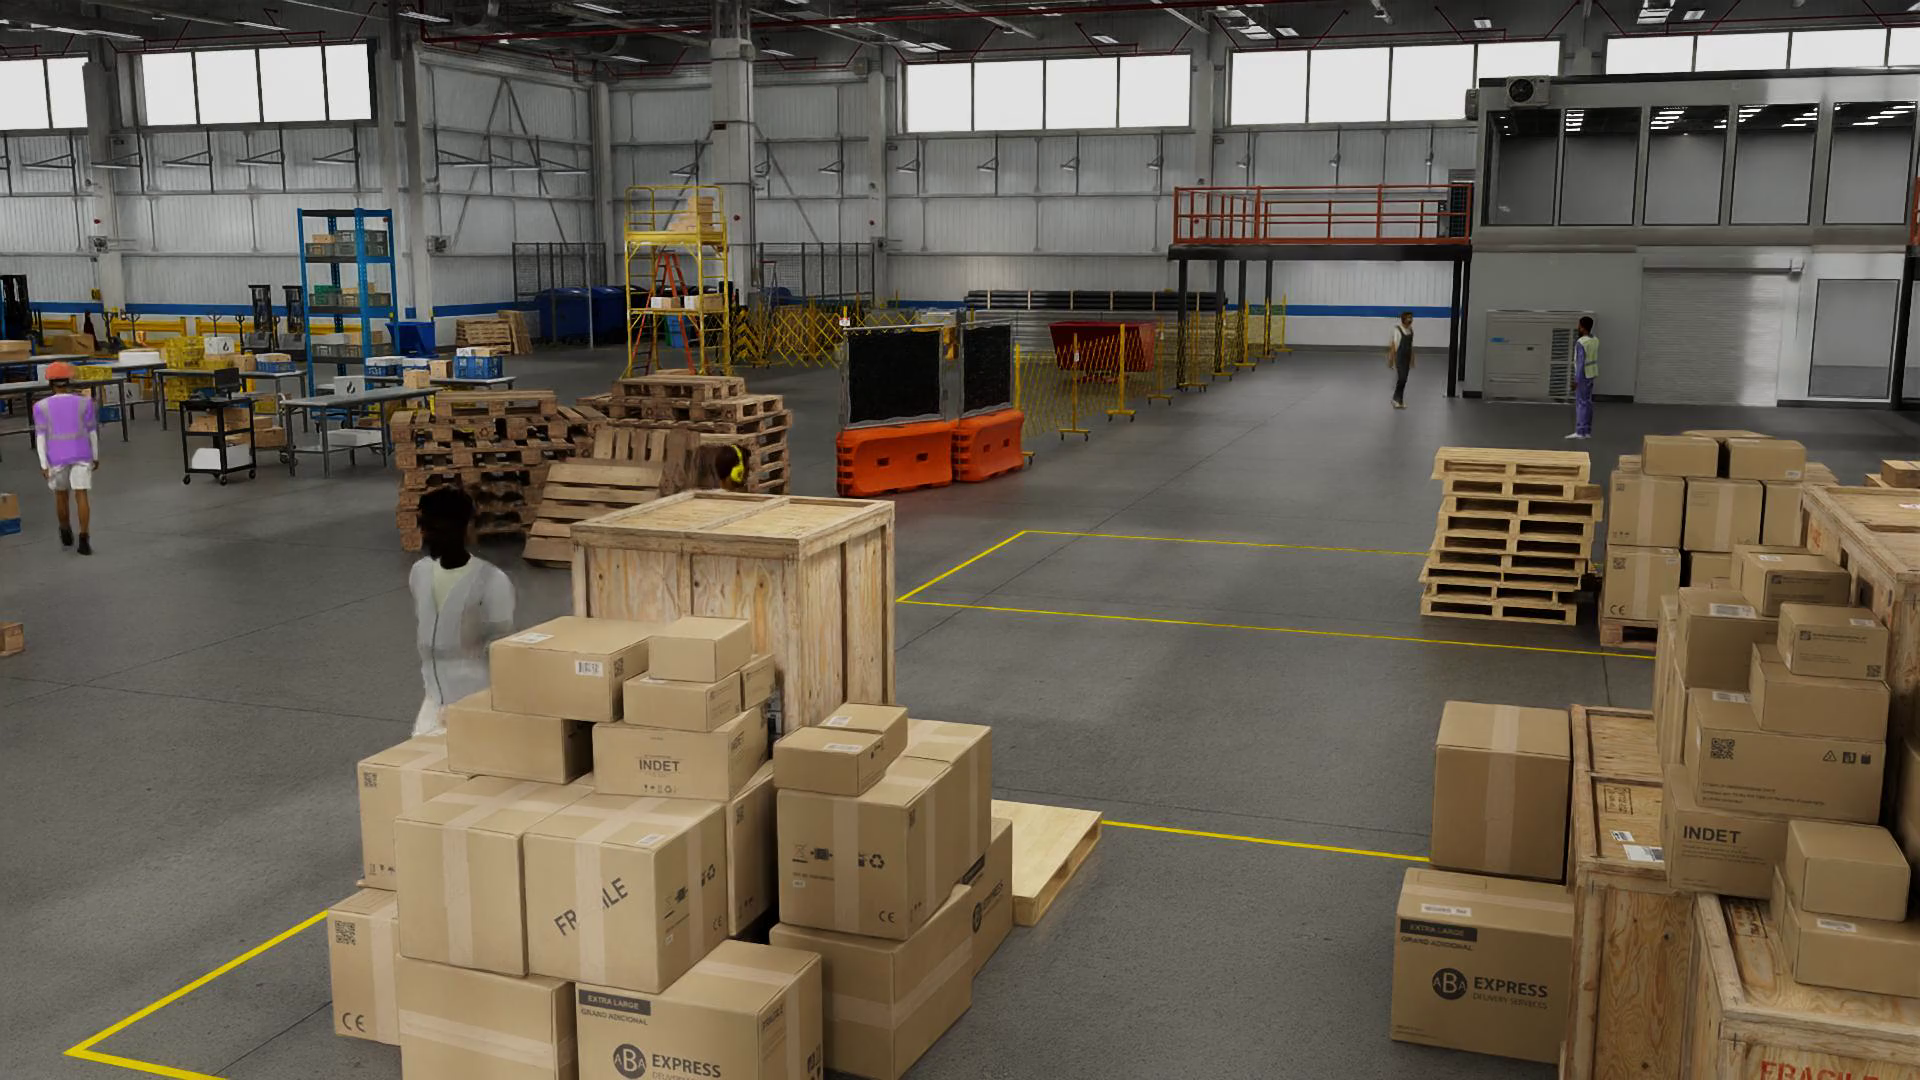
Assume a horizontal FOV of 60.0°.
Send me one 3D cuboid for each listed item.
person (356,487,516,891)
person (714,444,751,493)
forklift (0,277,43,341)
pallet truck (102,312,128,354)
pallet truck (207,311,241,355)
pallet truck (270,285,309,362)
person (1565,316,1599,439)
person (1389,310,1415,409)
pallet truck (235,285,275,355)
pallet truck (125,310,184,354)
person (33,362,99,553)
[{"bbox_3d":[-2.377,0.719,7.708,0.635,1.917,0.992,5,11,25],"label":"person"},{"bbox_3d":[-1.412,0.307,10.373,0.991,1.803,0.533,-8,13,-39],"label":"person"},{"bbox_3d":[-27.151,-6.329,46.328,1.157,1.987,2.680,3,11,17],"label":"forklift"},{"bbox_3d":[-23.057,-5.777,46.261,0.680,1.201,1.601,3,11,19],"label":"pallet truck"},{"bbox_3d":[-19.537,-5.575,44.913,0.653,1.274,1.630,3,11,19],"label":"pallet truck"},{"bbox_3d":[-17.147,-5.700,43.663,0.823,1.965,1.885,3,11,17],"label":"pallet truck"},{"bbox_3d":[9.794,-2.539,26.083,0.386,1.918,0.596,9,13,41],"label":"person"},{"bbox_3d":[8.179,-3.310,30.675,0.557,1.827,0.445,-6,12,-31],"label":"person"},{"bbox_3d":[-18.327,-5.835,44.421,0.823,1.965,1.885,4,11,23],"label":"pallet truck"},{"bbox_3d":[-22.038,-5.665,45.457,0.704,1.261,1.522,3,11,17],"label":"pallet truck"},{"bbox_3d":[-8.857,-0.823,16.519,0.544,1.890,0.996,-5,11,-28],"label":"person"}]
